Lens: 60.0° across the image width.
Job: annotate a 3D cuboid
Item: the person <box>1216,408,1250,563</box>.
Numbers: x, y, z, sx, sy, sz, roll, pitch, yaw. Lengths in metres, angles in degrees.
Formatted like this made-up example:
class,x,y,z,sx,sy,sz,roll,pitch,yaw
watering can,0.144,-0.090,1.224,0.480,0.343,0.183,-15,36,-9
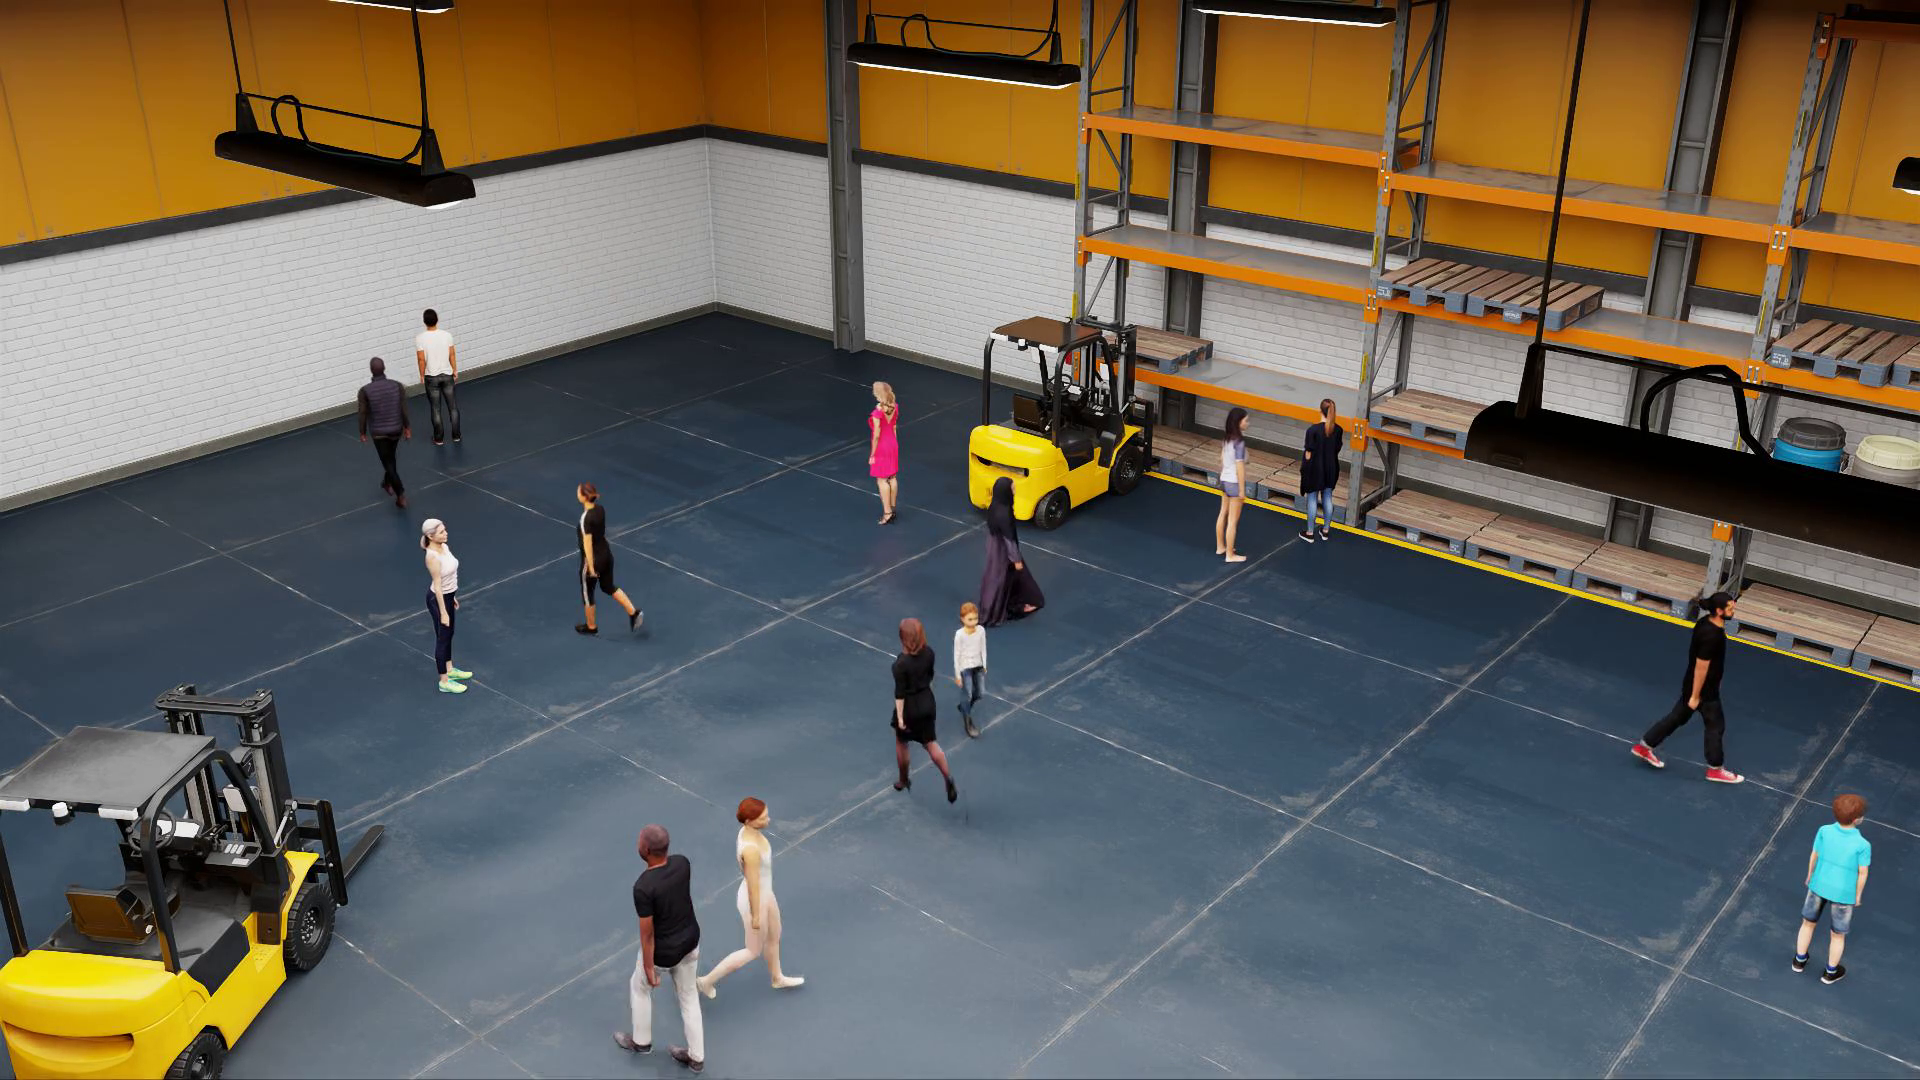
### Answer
class,x,y,z,sx,sy,sz,roll,pitch,yaw
person,2.989,-0.615,18.234,0.724,1.732,0.630,-6,24,-14

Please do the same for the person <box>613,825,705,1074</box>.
class,x,y,z,sx,sy,sz,roll,pitch,yaw
person,-1.797,2.660,10.677,0.897,1.782,0.645,18,29,35

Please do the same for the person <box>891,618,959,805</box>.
class,x,y,z,sx,sy,sz,roll,pitch,yaw
person,-0.303,1.435,13.607,0.723,1.680,1.032,-18,30,-36

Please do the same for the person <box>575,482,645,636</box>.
class,x,y,z,sx,sy,sz,roll,pitch,yaw
person,-3.521,0.208,16.458,1.038,1.645,0.788,8,25,18

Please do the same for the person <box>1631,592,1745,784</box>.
class,x,y,z,sx,sy,sz,roll,pitch,yaw
person,6.162,1.220,14.036,1.223,1.730,0.917,8,25,18

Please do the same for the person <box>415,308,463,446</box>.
class,x,y,z,sx,sy,sz,roll,pitch,yaw
person,-6.781,-2.139,21.628,0.706,1.805,0.669,-12,26,-25

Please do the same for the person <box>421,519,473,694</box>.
class,x,y,z,sx,sy,sz,roll,pitch,yaw
person,-4.832,0.588,15.519,0.735,1.702,0.677,-2,24,-4

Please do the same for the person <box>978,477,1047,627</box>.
class,x,y,z,sx,sy,sz,roll,pitch,yaw
person,0.347,0.121,16.704,1.078,1.608,1.034,-3,24,-7

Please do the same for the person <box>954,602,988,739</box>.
class,x,y,z,sx,sy,sz,roll,pitch,yaw
person,0.057,1.123,14.784,0.589,1.309,0.664,-13,27,-28

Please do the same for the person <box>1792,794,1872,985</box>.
class,x,y,z,sx,sy,sz,roll,pitch,yaw
person,6.111,2.424,11.634,0.600,1.448,0.454,-21,31,-40

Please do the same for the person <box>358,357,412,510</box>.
class,x,y,z,sx,sy,sz,roll,pitch,yaw
person,-6.729,-1.224,19.551,0.876,1.792,1.221,-17,29,-33

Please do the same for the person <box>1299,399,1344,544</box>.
class,x,y,z,sx,sy,sz,roll,pitch,yaw
person,4.064,-0.788,18.688,0.719,1.684,0.747,-6,24,-13

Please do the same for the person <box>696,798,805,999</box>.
class,x,y,z,sx,sy,sz,roll,pitch,yaw
person,-1.478,2.471,11.310,0.990,1.622,0.966,-4,24,-10

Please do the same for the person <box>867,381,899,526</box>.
class,x,y,z,sx,sy,sz,roll,pitch,yaw
person,-0.862,-1.028,19.191,0.574,1.720,0.602,20,31,38
